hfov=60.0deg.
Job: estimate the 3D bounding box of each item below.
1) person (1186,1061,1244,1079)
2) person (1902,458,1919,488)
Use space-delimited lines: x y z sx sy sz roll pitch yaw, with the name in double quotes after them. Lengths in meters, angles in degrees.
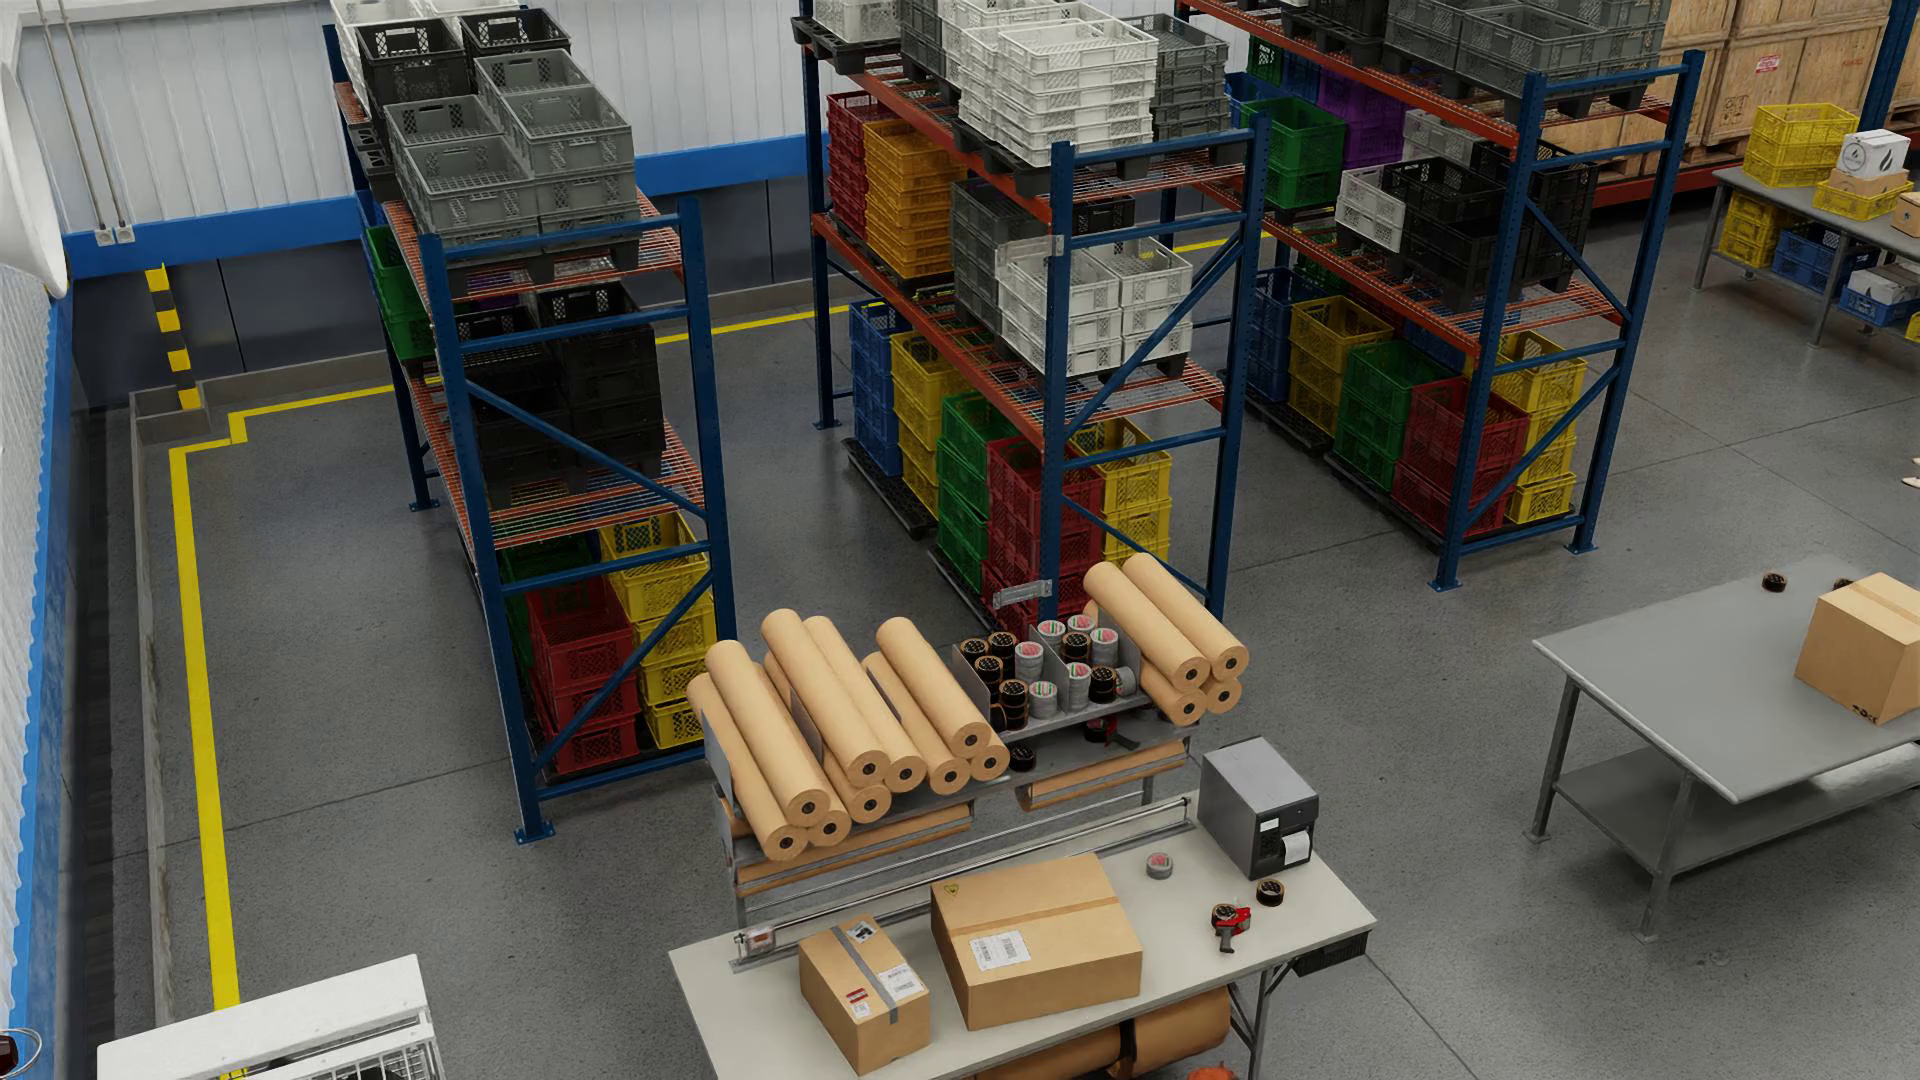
0.692 2.218 4.830 0.356 1.882 0.573 26 40 36 "person"
6.312 -1.135 10.384 0.312 1.769 0.523 23 39 33 "person"
